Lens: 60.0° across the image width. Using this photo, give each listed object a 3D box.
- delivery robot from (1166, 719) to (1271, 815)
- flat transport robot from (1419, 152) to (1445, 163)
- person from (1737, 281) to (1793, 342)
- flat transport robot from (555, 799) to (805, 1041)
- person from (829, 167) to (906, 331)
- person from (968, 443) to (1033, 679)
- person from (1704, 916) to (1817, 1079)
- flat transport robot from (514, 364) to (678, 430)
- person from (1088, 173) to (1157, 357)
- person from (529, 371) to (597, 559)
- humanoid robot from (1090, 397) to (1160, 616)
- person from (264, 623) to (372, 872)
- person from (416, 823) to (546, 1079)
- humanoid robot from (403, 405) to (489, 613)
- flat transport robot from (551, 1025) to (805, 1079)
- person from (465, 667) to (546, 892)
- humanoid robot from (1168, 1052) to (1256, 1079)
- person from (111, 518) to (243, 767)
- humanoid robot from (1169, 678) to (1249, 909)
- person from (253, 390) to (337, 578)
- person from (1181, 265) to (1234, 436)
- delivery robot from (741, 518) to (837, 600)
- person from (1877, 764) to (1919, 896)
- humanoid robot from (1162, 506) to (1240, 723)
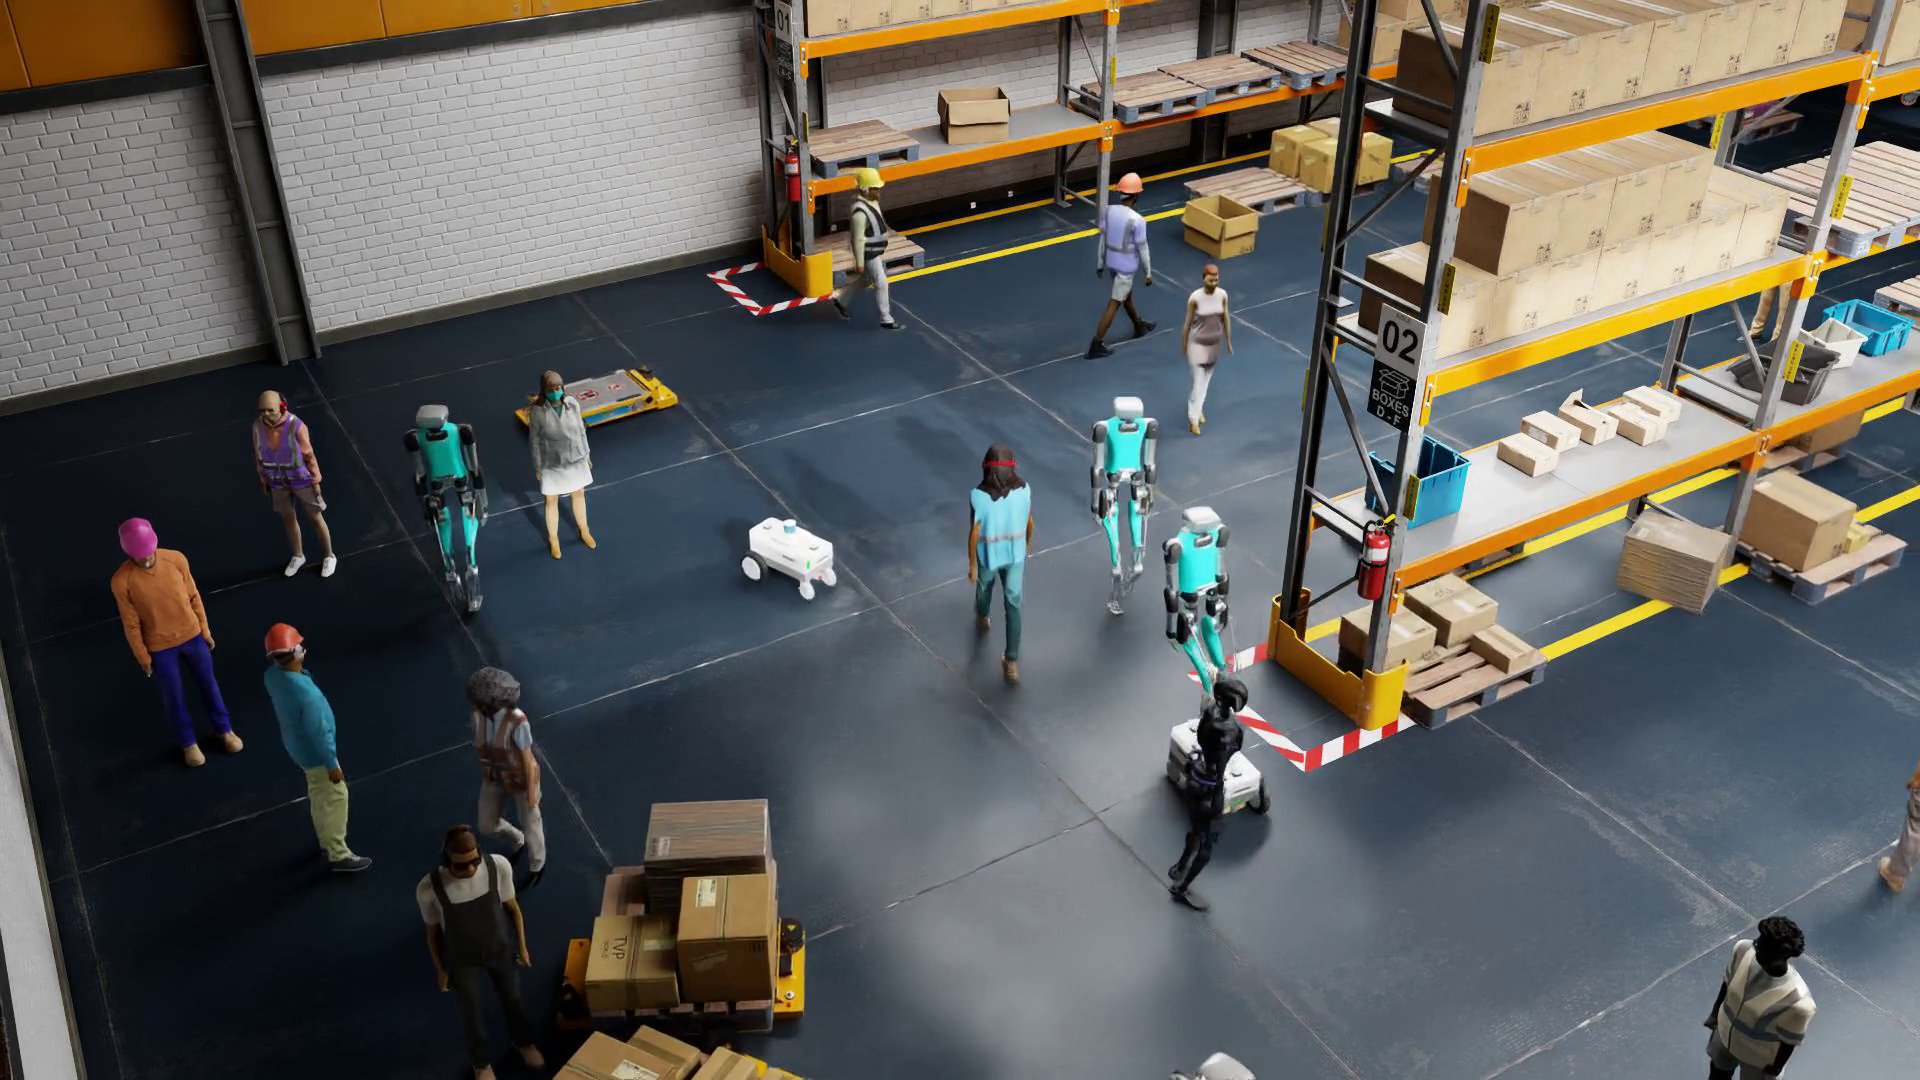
[{"bbox_3d":[1.740,1.580,11.310,0.499,0.611,0.792,-14,35,-21],"label":"delivery robot"},{"bbox_3d":[6.776,-4.862,21.837,0.659,0.231,1.431,-26,41,-35],"label":"flat transport robot"},{"bbox_3d":[8.475,-2.780,17.118,0.338,1.751,0.562,-16,35,-24],"label":"person"},{"bbox_3d":[-1.653,2.589,9.955,1.431,0.231,0.659,-2,32,-3],"label":"flat transport robot"},{"bbox_3d":[-1.008,-3.078,17.546,0.781,1.806,0.586,3,32,5],"label":"person"},{"bbox_3d":[0.297,0.075,12.514,0.502,1.808,1.025,-4,32,-6],"label":"person"},{"bbox_3d":[4.079,2.594,8.609,0.319,1.691,0.533,-10,34,-16],"label":"person"},{"bbox_3d":[-3.548,-1.340,16.220,1.431,0.231,0.659,-20,37,-29],"label":"flat transport robot"},{"bbox_3d":[1.703,-2.843,17.113,1.043,1.877,0.574,-23,39,-32],"label":"person"},{"bbox_3d":[-3.293,-0.630,13.777,0.487,1.659,0.341,-17,36,-25],"label":"person"},{"bbox_3d":[1.325,-0.174,13.011,0.542,1.820,0.743,-6,33,-10],"label":"humanoid robot"},{"bbox_3d":[-4.114,1.319,10.625,0.331,1.714,0.663,-28,42,-37],"label":"person"},{"bbox_3d":[-2.610,2.246,9.033,0.505,1.838,0.348,-16,36,-24],"label":"person"},{"bbox_3d":[-3.949,-0.109,12.934,0.562,1.836,0.748,-5,32,-8],"label":"humanoid robot"},{"bbox_3d":[-1.388,3.295,8.830,0.659,0.231,1.431,15,35,23],"label":"flat transport robot"},{"bbox_3d":[-2.813,1.501,10.361,0.446,1.672,0.359,10,34,16],"label":"person"},{"bbox_3d":[1.296,2.993,7.961,0.540,1.794,0.729,21,38,29],"label":"humanoid robot"},{"bbox_3d":[-5.403,0.685,11.397,0.515,1.972,0.404,-26,41,-35],"label":"person"},{"bbox_3d":[1.541,1.544,10.309,0.353,1.645,0.609,2,32,3],"label":"humanoid robot"},{"bbox_3d":[-5.413,-0.463,13.488,0.494,1.687,0.348,2,32,2],"label":"person"},{"bbox_3d":[2.352,-1.792,15.652,0.443,1.640,0.643,-11,34,-17],"label":"person"},{"bbox_3d":[-1.386,0.106,13.637,0.787,0.587,0.499,23,39,32],"label":"delivery robot"},{"bbox_3d":[6.140,1.496,10.281,0.510,1.772,0.321,5,32,8],"label":"person"},{"bbox_3d":[1.765,0.684,11.650,0.536,1.817,0.760,-18,36,-26],"label":"humanoid robot"}]
